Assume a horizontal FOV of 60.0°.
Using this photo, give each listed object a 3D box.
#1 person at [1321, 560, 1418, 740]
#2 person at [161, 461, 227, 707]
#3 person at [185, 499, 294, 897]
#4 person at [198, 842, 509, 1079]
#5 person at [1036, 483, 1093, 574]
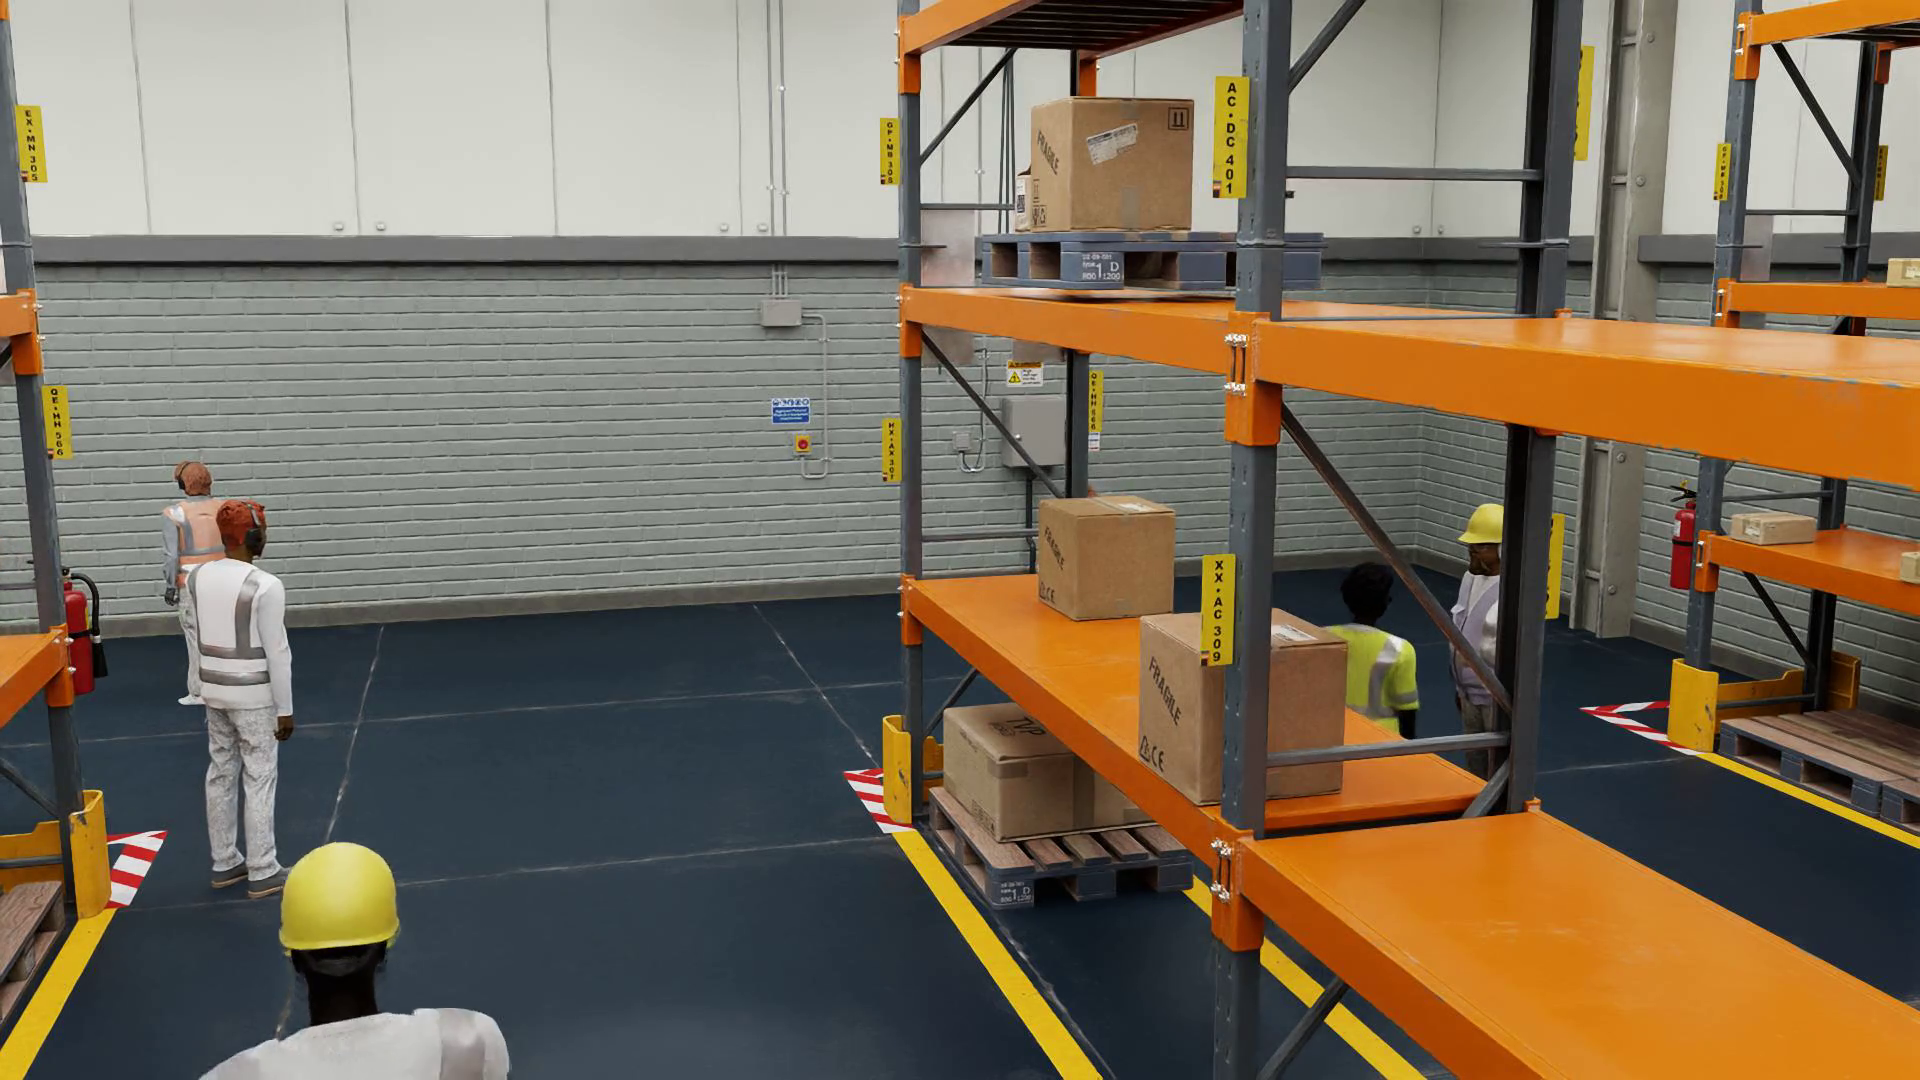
[{"bbox_3d":[1.764,0.926,7.309,0.340,1.694,0.539,-9,13,-42],"label":"person"},{"bbox_3d":[-5.038,0.289,11.065,0.308,1.641,0.515,7,12,34],"label":"person"},{"bbox_3d":[-3.364,0.743,7.825,0.567,1.878,0.356,4,11,24],"label":"person"},{"bbox_3d":[-1.158,1.524,3.271,0.600,1.911,0.427,-4,11,-20],"label":"person"},{"bbox_3d":[0.740,0.424,10.363,0.501,1.615,0.653,-4,11,-21],"label":"person"}]
